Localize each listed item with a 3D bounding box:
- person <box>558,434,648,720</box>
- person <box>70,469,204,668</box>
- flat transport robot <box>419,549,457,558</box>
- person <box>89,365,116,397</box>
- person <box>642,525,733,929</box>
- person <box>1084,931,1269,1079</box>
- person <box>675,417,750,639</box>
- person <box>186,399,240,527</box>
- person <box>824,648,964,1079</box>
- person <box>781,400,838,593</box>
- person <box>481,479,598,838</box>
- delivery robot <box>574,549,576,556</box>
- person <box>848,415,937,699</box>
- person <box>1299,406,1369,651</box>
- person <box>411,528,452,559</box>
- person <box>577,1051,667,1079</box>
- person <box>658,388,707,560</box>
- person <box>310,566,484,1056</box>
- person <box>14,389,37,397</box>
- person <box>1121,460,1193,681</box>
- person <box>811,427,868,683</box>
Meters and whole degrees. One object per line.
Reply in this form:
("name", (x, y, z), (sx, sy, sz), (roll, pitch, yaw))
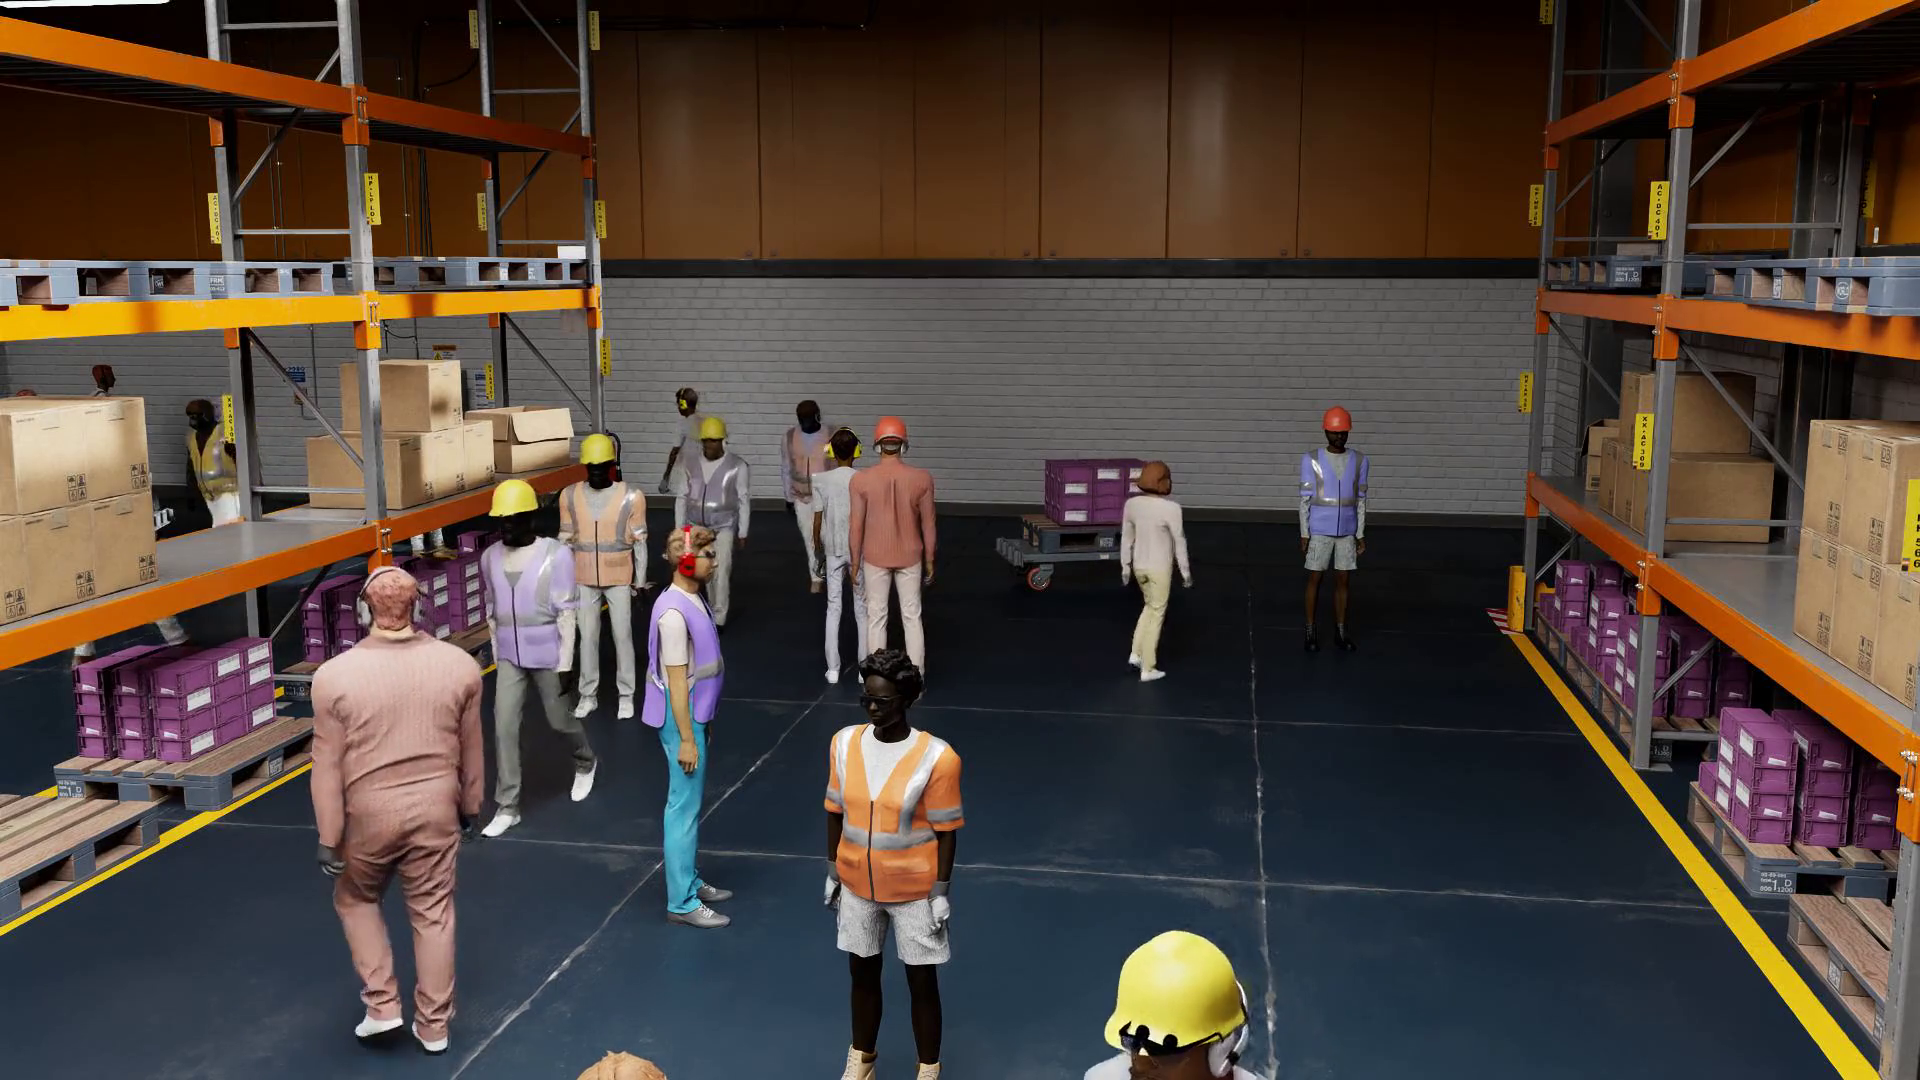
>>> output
("person", (-2.378, 0.250, 11.064), (0.593, 1.923, 0.387), (0, 9, 3))
("person", (-6.338, 0.028, 12.597), (0.649, 1.883, 1.062), (4, 10, 25))
("flat transport robot", (-4.601, 0.233, 16.254), (1.431, 0.197, 0.652), (7, 11, 36))
("person", (-10.109, -1.135, 19.736), (0.355, 1.882, 0.575), (-7, 12, -38))
("person", (-1.258, 0.845, 7.641), (0.387, 1.843, 0.566), (-1, 9, -4))
("person", (0.441, 1.605, 3.199), (0.587, 1.775, 0.976), (7, 11, 35))
("person", (-2.055, -0.113, 13.712), (0.598, 1.819, 0.631), (3, 10, 15))
("person", (-6.969, -0.409, 15.511), (0.652, 1.799, 0.830), (5, 10, 27))
("person", (-0.246, 1.210, 5.844), (0.534, 1.697, 0.318), (4, 10, 24))
("person", (-1.348, -0.397, 15.417), (0.636, 1.816, 0.455), (2, 9, 11))
("person", (-2.303, 0.590, 9.064), (0.588, 1.896, 0.901), (3, 10, 16))
("delivery robot", (-3.624, 0.111, 15.845), (0.477, 0.478, 0.707), (8, 12, 40))
("person", (-0.472, 0.126, 11.617), (0.622, 1.990, 0.402), (-1, 9, -9))
("person", (2.938, -0.083, 13.077), (0.545, 1.938, 0.361), (-1, 9, -5))
("person", (-5.537, -0.722, 17.317), (0.429, 1.845, 0.621), (5, 10, 27))
("person", (-0.589, 1.701, 3.008), (0.507, 1.633, 0.278), (-1, 9, -6))
("person", (-2.689, -0.627, 16.852), (0.935, 1.822, 0.535), (5, 10, 28))
("person", (-2.151, 1.031, 6.359), (0.669, 1.886, 0.517), (-7, 11, -35))
("person", (-8.567, -0.443, 15.396), (0.642, 1.909, 0.410), (-7, 12, -37))
("person", (1.435, 0.227, 12.147), (0.370, 1.621, 0.504), (-8, 12, -41))
("person", (-0.817, 0.112, 12.076), (0.513, 1.875, 0.328), (0, 9, 2))
